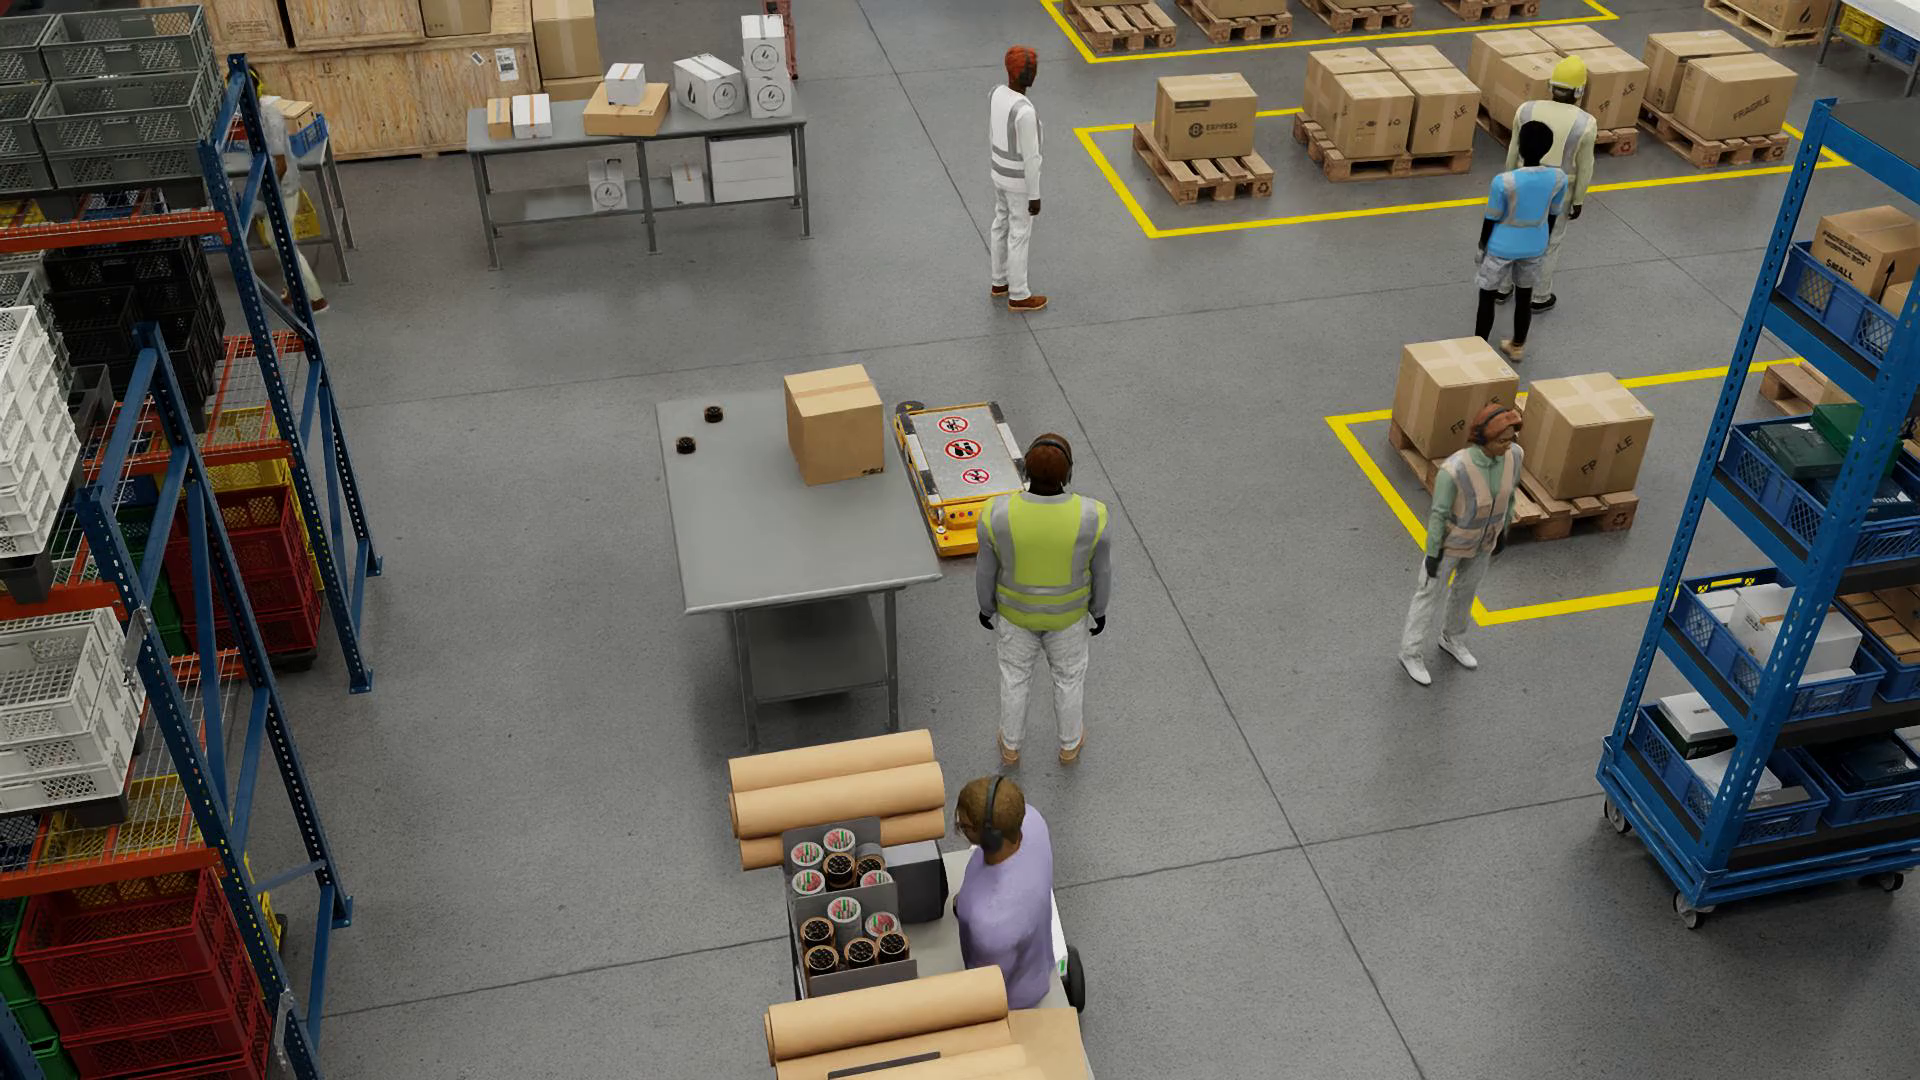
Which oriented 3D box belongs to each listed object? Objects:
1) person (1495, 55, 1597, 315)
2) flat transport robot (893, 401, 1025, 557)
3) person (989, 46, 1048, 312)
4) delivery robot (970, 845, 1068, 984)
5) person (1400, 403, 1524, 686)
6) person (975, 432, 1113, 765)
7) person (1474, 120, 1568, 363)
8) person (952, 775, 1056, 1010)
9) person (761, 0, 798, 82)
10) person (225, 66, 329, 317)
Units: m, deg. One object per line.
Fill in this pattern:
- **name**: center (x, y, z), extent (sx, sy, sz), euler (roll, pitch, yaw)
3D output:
- **person**: center (4.063, -2.451, 11.525), extent (0.586, 1.835, 0.403), euler (24, 43, 29)
- **flat transport robot**: center (0.046, -0.430, 10.108), extent (0.652, 0.197, 1.431), euler (-8, 37, -10)
- **person**: center (0.398, -2.497, 11.546), extent (0.355, 1.885, 0.575), euler (-17, 40, -21)
- **delivery robot**: center (0.234, 1.591, 7.081), extent (0.477, 0.478, 0.707), euler (-5, 37, -6)
- **person**: center (2.539, 0.014, 8.382), extent (0.520, 1.632, 0.314), euler (-16, 40, -20)
- **person**: center (0.390, 0.302, 7.818), extent (0.633, 1.841, 0.429), euler (2, 37, 2)
- **person**: center (3.650, -1.928, 10.945), extent (0.537, 1.689, 0.320), euler (-6, 37, -7)
- **person**: center (0.153, 1.584, 6.026), extent (0.368, 1.931, 0.625), euler (7, 37, 10)
- **person**: center (-1.676, -4.961, 14.850), extent (0.400, 1.900, 0.647), euler (1, 37, 2)
- **person**: center (-4.747, -2.388, 11.436), extent (0.538, 1.842, 0.424), euler (26, 44, 30)
